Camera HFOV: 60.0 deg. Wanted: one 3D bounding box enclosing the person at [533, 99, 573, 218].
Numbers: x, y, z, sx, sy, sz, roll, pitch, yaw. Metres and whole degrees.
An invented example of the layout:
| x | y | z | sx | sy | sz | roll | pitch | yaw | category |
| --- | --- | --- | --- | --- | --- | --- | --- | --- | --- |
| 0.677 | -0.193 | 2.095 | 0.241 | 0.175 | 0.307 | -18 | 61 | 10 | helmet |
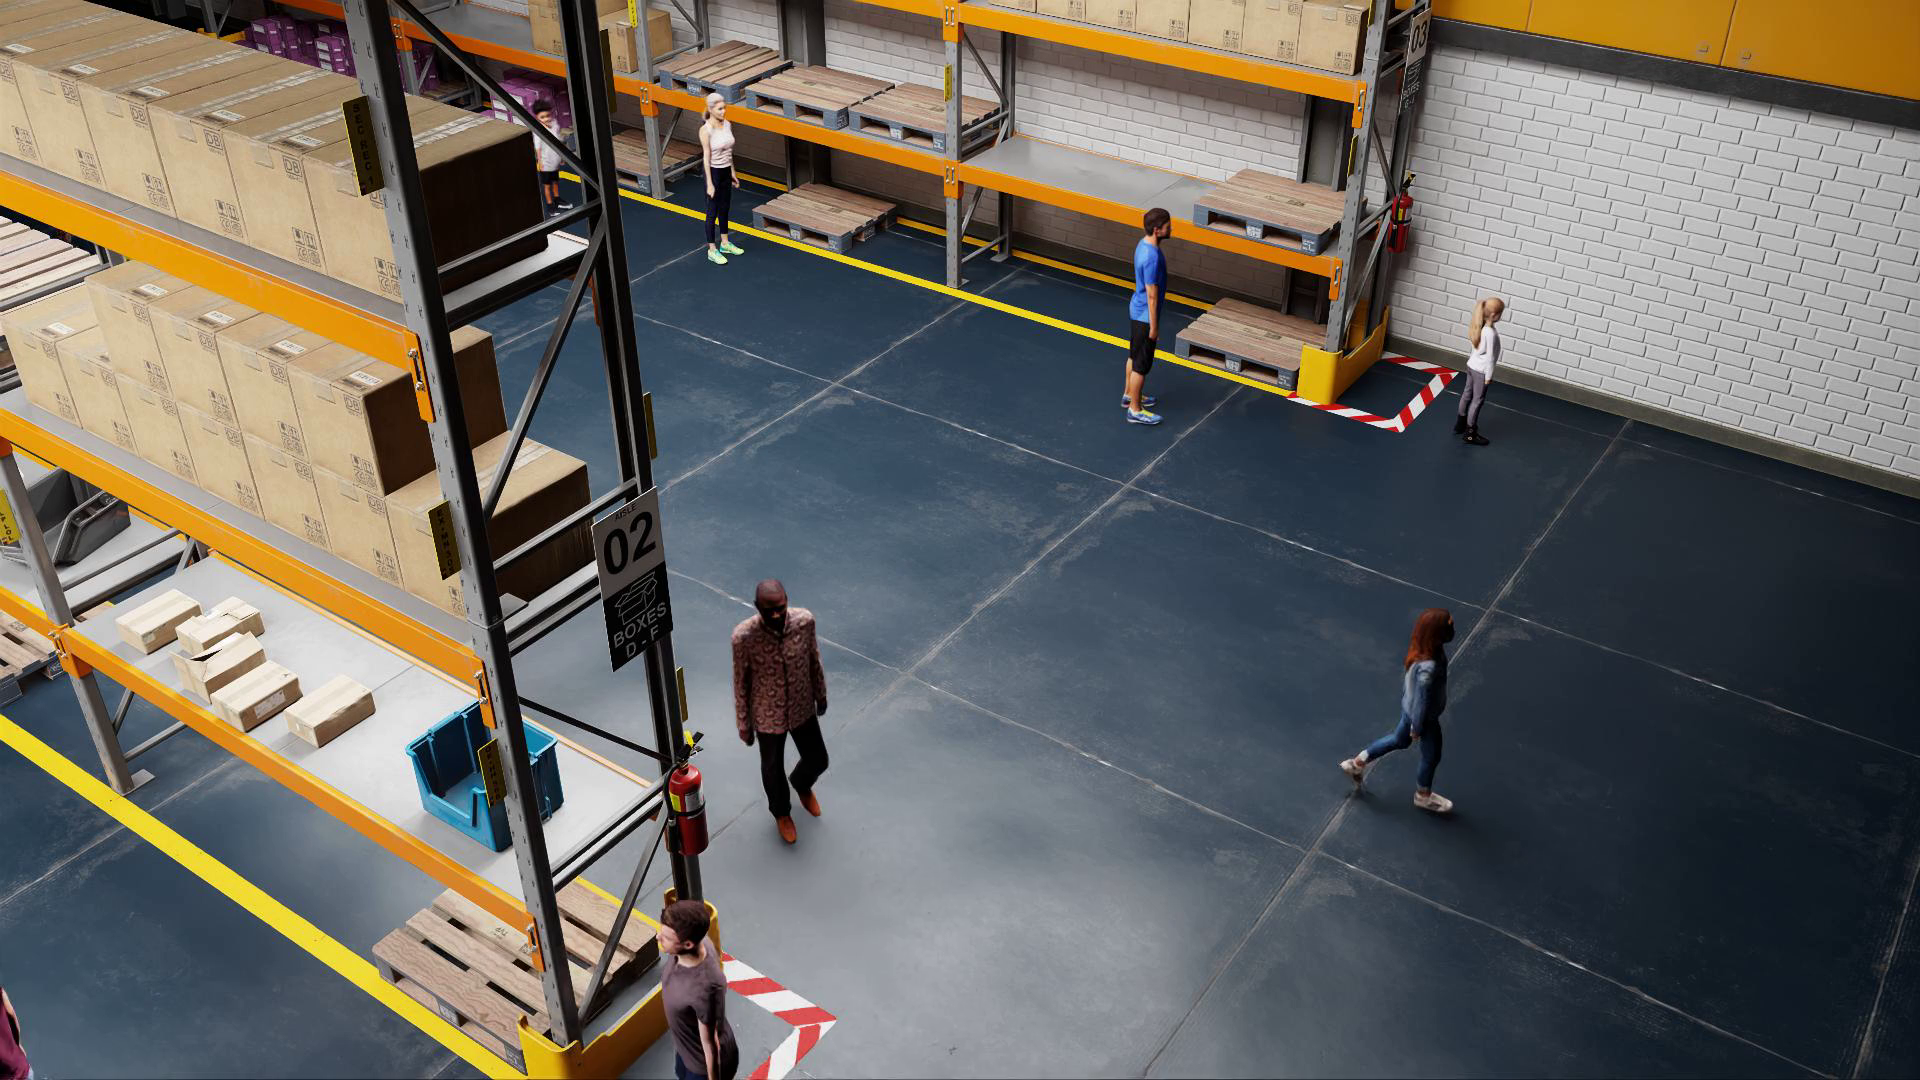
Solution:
| x | y | z | sx | sy | sz | roll | pitch | yaw | category |
| --- | --- | --- | --- | --- | --- | --- | --- | --- | --- |
| -4.399 | -4.116 | 17.791 | 0.634 | 1.246 | 0.546 | 26 | 41 | 33 | person |

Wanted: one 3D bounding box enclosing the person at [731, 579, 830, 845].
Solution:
| x | y | z | sx | sy | sz | roll | pitch | yaw | category |
| --- | --- | --- | --- | --- | --- | --- | --- | --- | --- |
| -1.059 | 0.926 | 9.708 | 0.847 | 1.796 | 0.863 | -14 | 36 | -19 | person |

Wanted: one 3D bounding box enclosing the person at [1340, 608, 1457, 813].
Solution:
| x | y | z | sx | sy | sz | roll | pitch | yaw | category |
| --- | --- | --- | --- | --- | --- | --- | --- | --- | --- |
| 2.667 | 0.997 | 9.907 | 1.008 | 1.458 | 0.816 | 5 | 34 | 8 | person |

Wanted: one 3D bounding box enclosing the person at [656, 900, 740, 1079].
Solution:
| x | y | z | sx | sy | sz | roll | pitch | yaw | category |
| --- | --- | --- | --- | --- | --- | --- | --- | --- | --- |
| -1.090 | 2.311 | 7.588 | 0.993 | 1.837 | 0.992 | -13 | 36 | -19 | person |

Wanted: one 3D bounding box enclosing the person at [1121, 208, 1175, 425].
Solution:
| x | y | z | sx | sy | sz | roll | pitch | yaw | category |
| --- | --- | --- | --- | --- | --- | --- | --- | --- | --- |
| 1.546 | -1.886 | 13.875 | 0.735 | 1.866 | 0.703 | -1 | 34 | -1 | person |

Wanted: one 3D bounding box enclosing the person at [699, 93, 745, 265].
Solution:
| x | y | z | sx | sy | sz | roll | pitch | yaw | category |
| --- | --- | --- | --- | --- | --- | --- | --- | --- | --- |
| -2.431 | -3.646 | 16.668 | 0.539 | 1.706 | 0.605 | 19 | 38 | 26 | person |

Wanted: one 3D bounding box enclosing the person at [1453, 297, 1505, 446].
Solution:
| x | y | z | sx | sy | sz | roll | pitch | yaw | category |
| --- | --- | --- | --- | --- | --- | --- | --- | --- | --- |
| 4.274 | -1.409 | 13.688 | 0.639 | 1.280 | 0.583 | -4 | 34 | -6 | person |
